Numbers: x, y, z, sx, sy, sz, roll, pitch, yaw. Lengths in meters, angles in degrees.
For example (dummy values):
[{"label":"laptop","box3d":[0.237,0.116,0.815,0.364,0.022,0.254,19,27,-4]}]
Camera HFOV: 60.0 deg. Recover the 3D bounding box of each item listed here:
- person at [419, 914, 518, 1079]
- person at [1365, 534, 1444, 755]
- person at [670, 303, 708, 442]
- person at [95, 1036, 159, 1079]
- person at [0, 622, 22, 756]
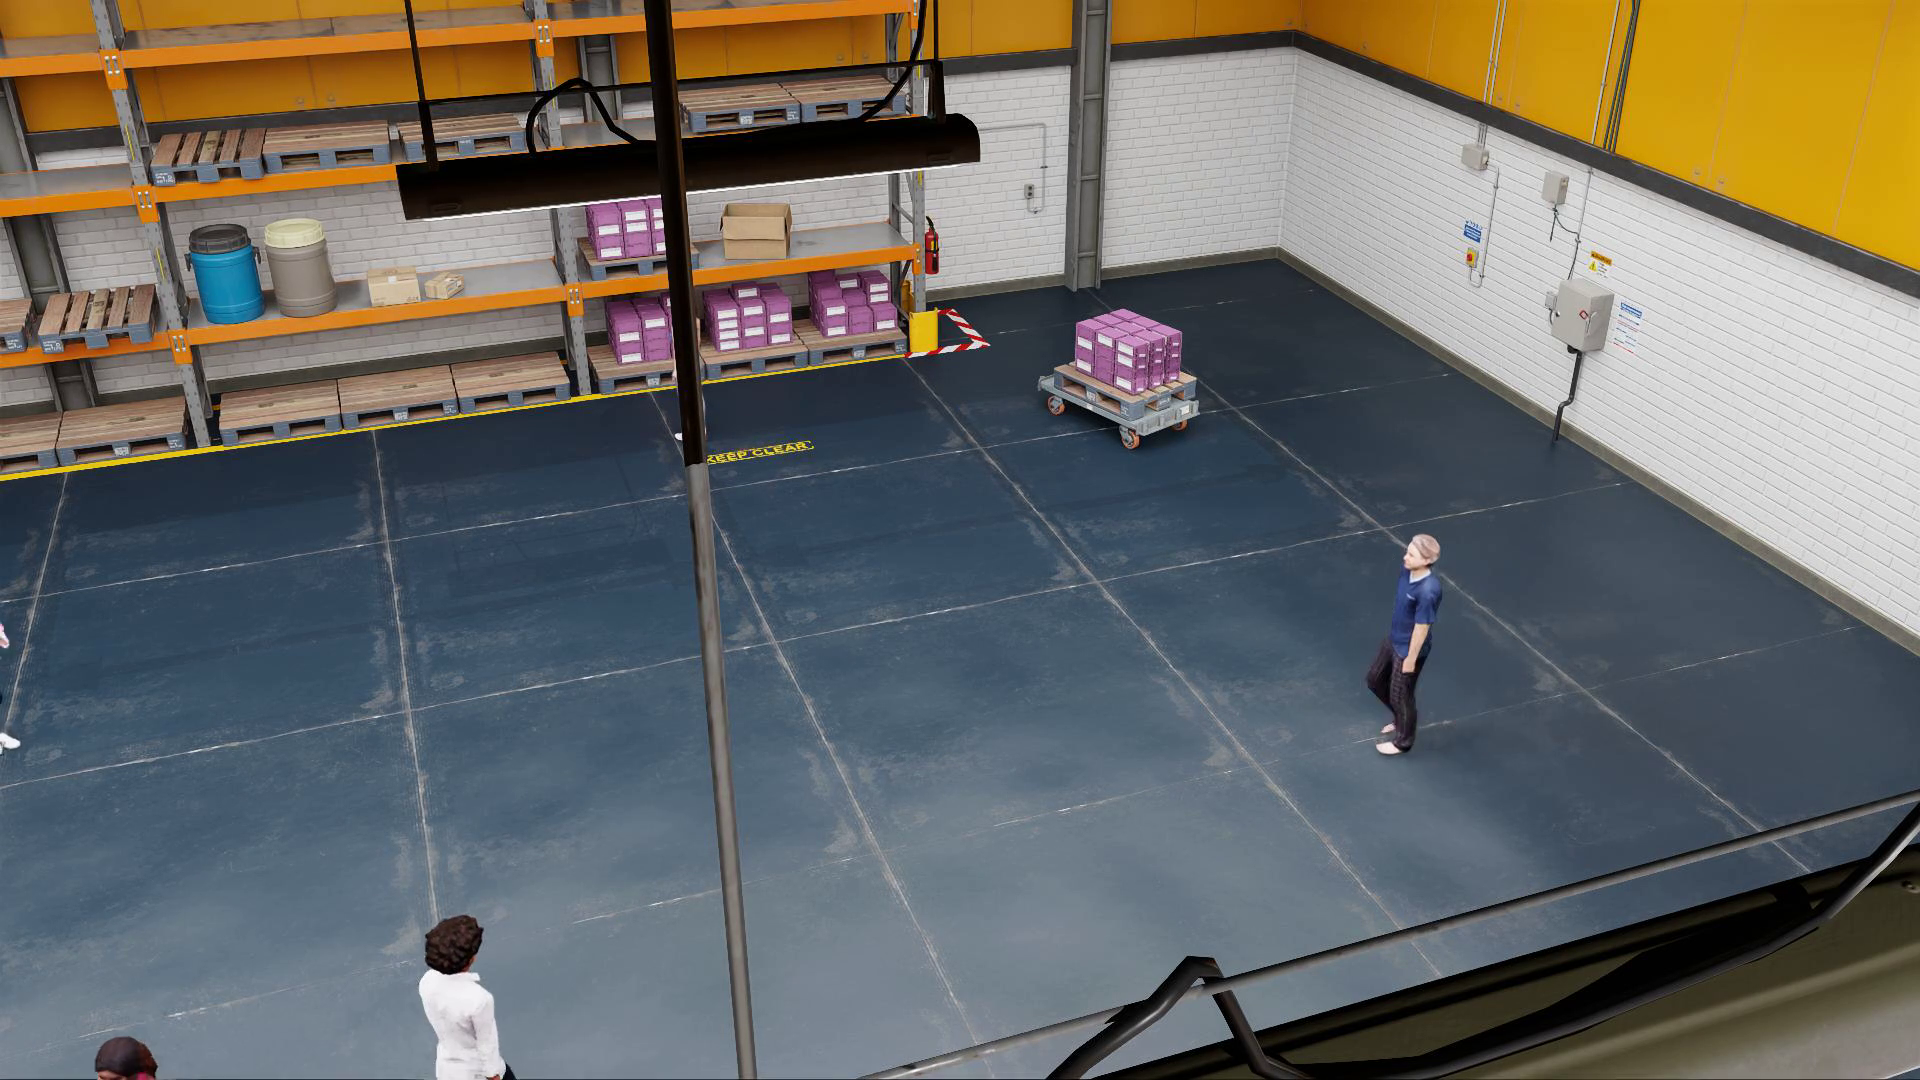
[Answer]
[{"label":"person","box3d":[-2.644,2.817,8.758,1.141,1.758,1.197,13,31,22]},{"label":"person","box3d":[3.414,0.779,12.389,0.726,1.858,0.740,-3,29,-5]},{"label":"person","box3d":[-2.844,-1.814,17.402,0.724,1.610,0.657,15,32,25]},{"label":"person","box3d":[-3.999,3.060,8.370,0.736,1.703,0.800,11,31,20]},{"label":"person","box3d":[-7.439,0.797,12.418,0.791,1.800,0.763,7,29,12]}]
